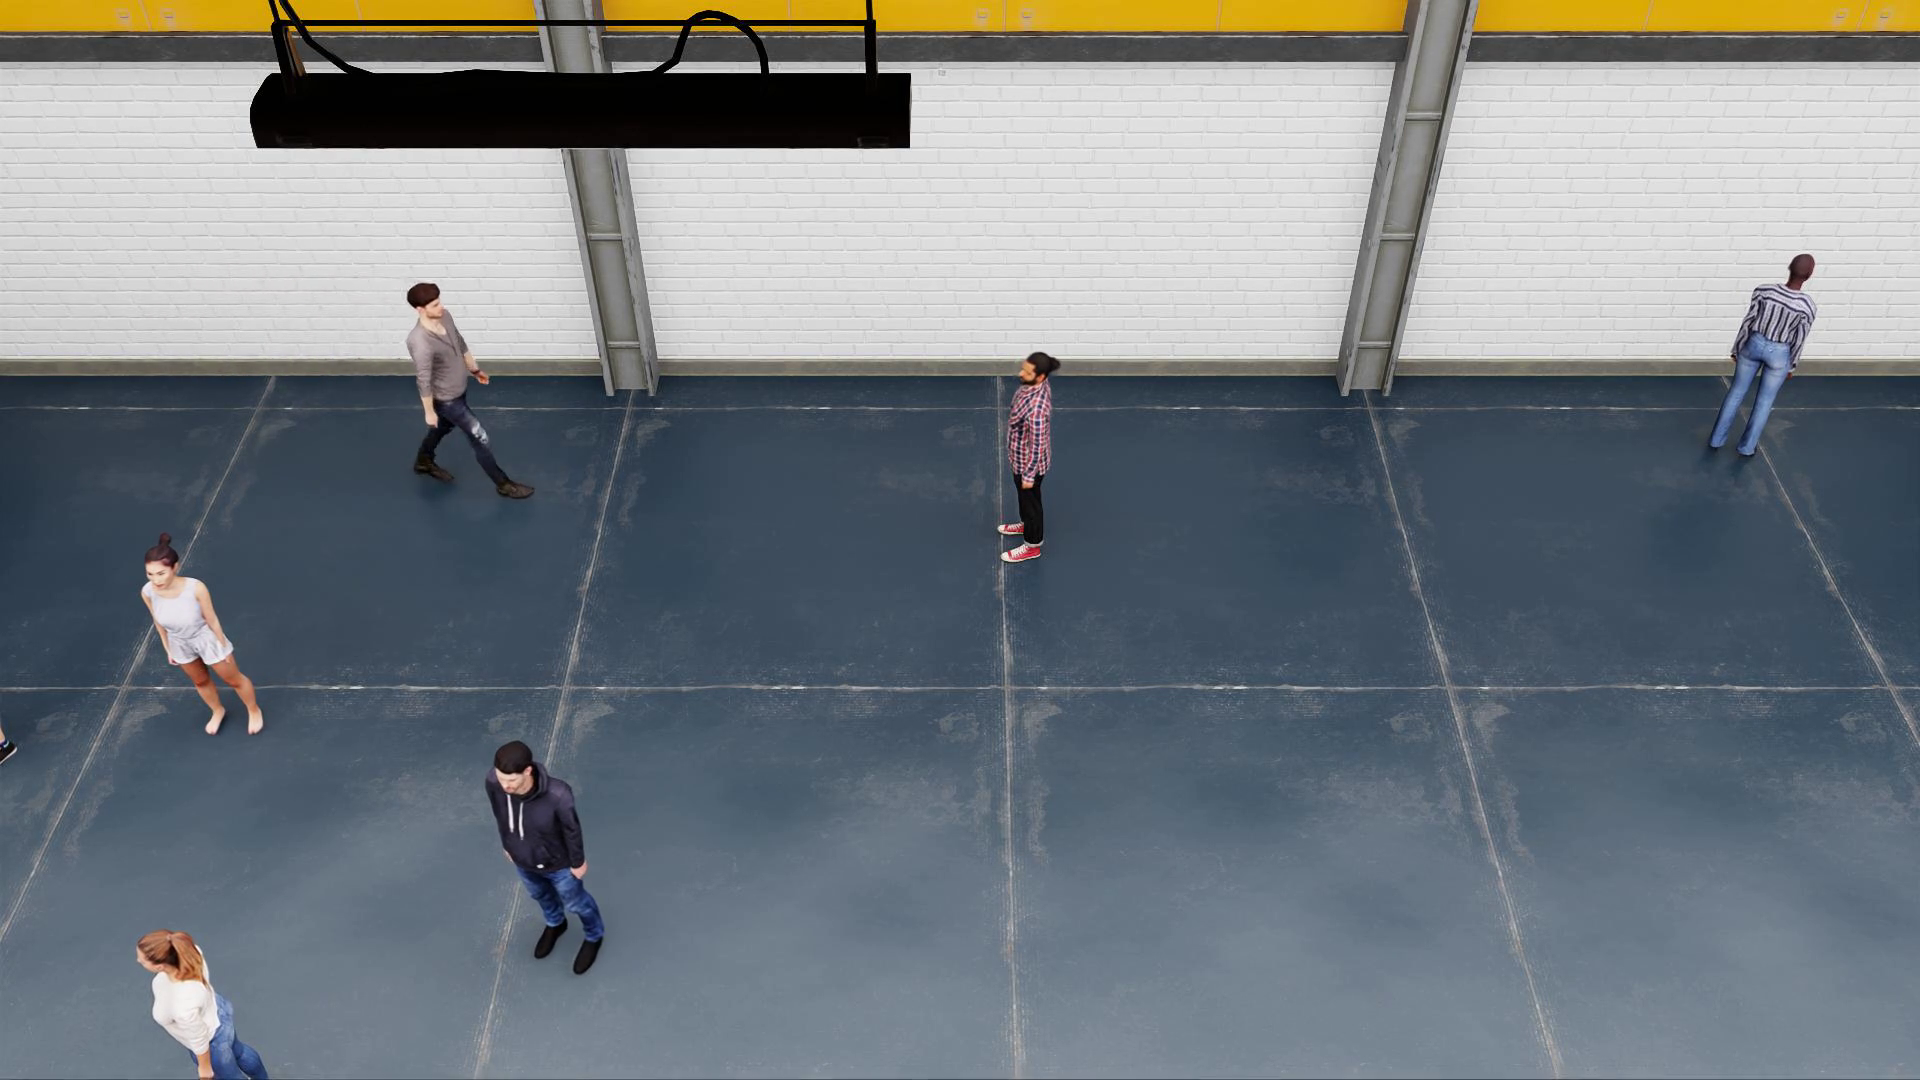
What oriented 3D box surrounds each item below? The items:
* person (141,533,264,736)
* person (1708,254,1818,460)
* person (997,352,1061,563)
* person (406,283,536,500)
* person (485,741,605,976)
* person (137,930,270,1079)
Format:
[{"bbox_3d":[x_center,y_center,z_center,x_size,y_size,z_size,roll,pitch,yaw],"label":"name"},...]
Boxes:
[{"bbox_3d":[-4.814,0.629,10.508,0.435,1.611,0.602,0,44,0],"label":"person"},{"bbox_3d":[6.034,-1.361,12.464,0.675,1.795,0.763,28,50,26],"label":"person"},{"bbox_3d":[0.481,-0.603,11.694,0.634,1.759,0.703,-3,44,-4],"label":"person"},{"bbox_3d":[-3.810,-1.084,12.119,1.213,1.868,0.709,2,44,2],"label":"person"},{"bbox_3d":[-2.280,1.702,9.181,0.645,1.888,0.804,15,46,15],"label":"person"},{"bbox_3d":[-3.814,2.499,8.466,0.639,1.720,0.670,-13,45,-13],"label":"person"}]
